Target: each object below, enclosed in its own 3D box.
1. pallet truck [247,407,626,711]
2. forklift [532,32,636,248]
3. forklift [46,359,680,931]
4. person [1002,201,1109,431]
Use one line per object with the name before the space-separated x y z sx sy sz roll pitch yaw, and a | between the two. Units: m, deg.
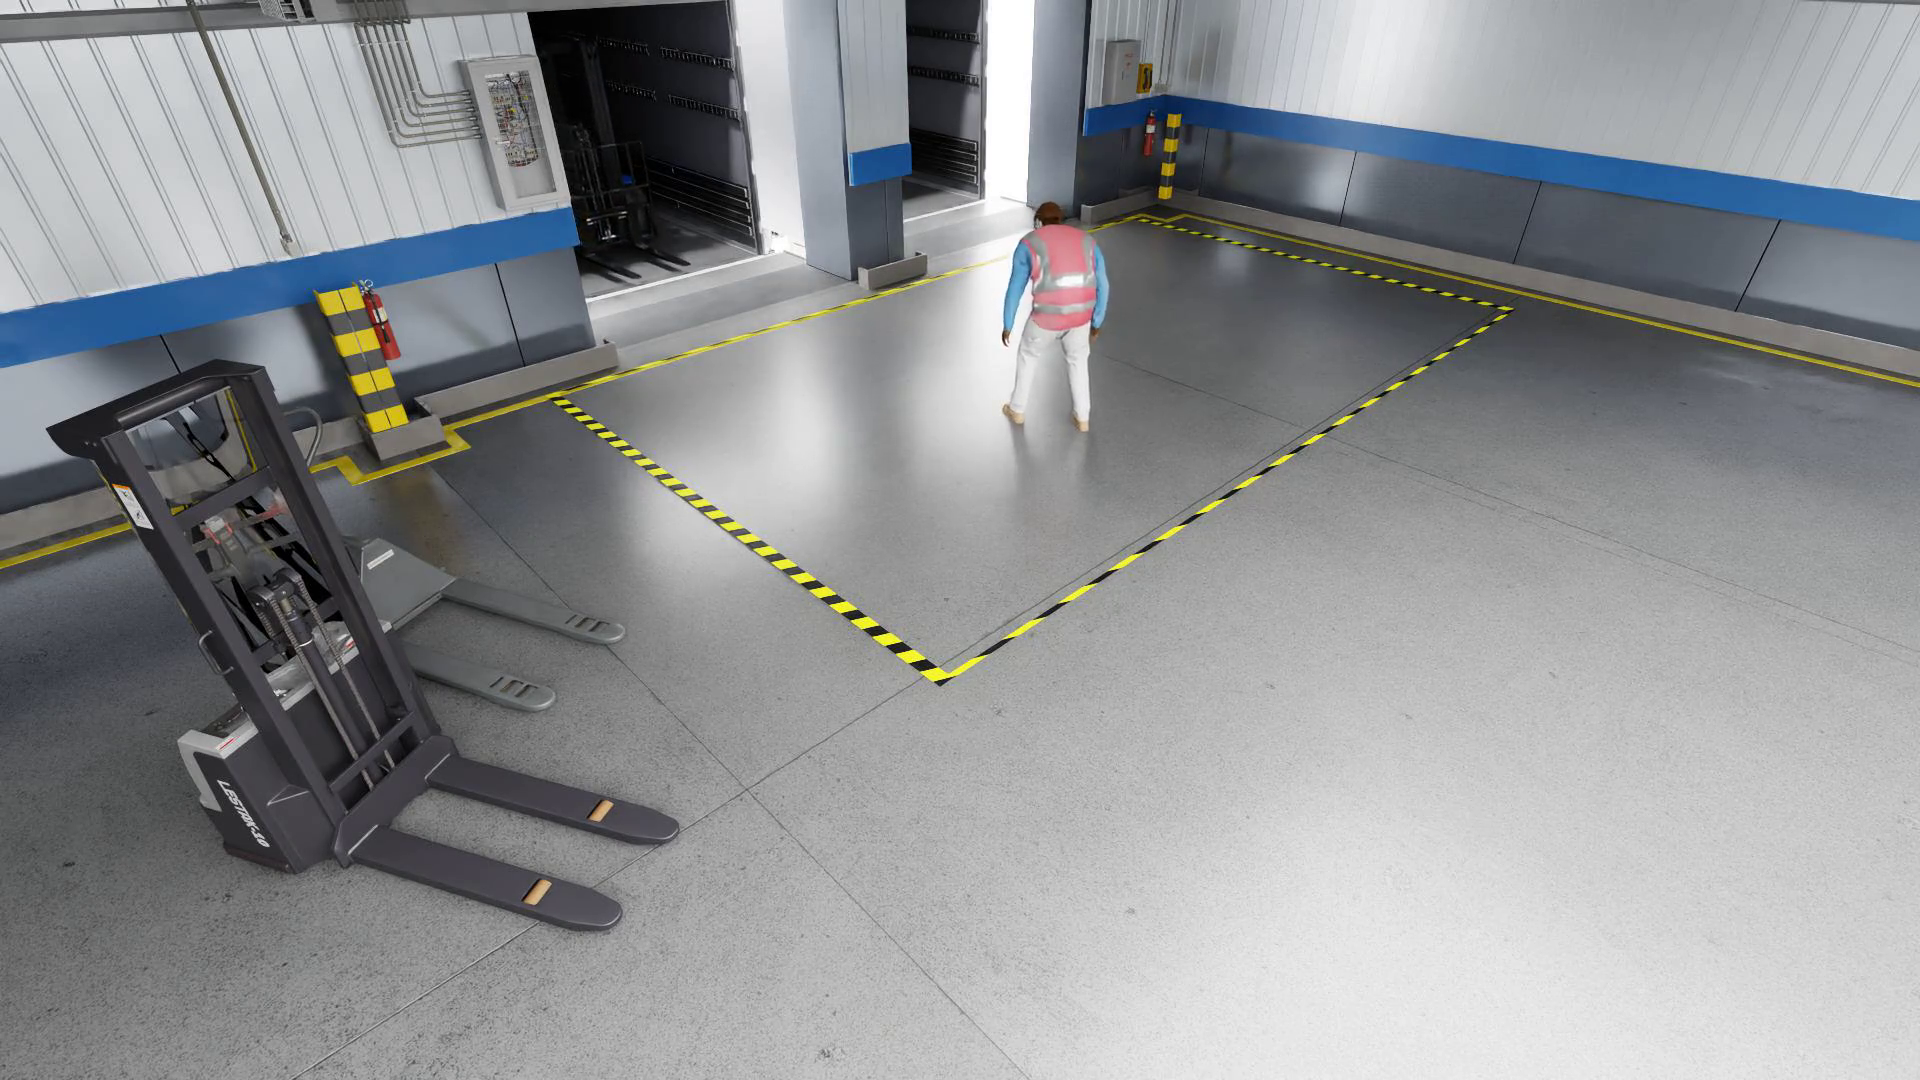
pallet truck | -2.628 0.038 4.590 1.601 1.201 0.680 12 36 18
forklift | -4.790 -4.601 10.415 2.680 2.036 1.157 29 44 36
forklift | -2.135 0.422 3.354 1.885 1.965 0.823 10 35 14
person | 0.672 -1.631 6.781 0.796 1.553 0.797 -9 35 -12
